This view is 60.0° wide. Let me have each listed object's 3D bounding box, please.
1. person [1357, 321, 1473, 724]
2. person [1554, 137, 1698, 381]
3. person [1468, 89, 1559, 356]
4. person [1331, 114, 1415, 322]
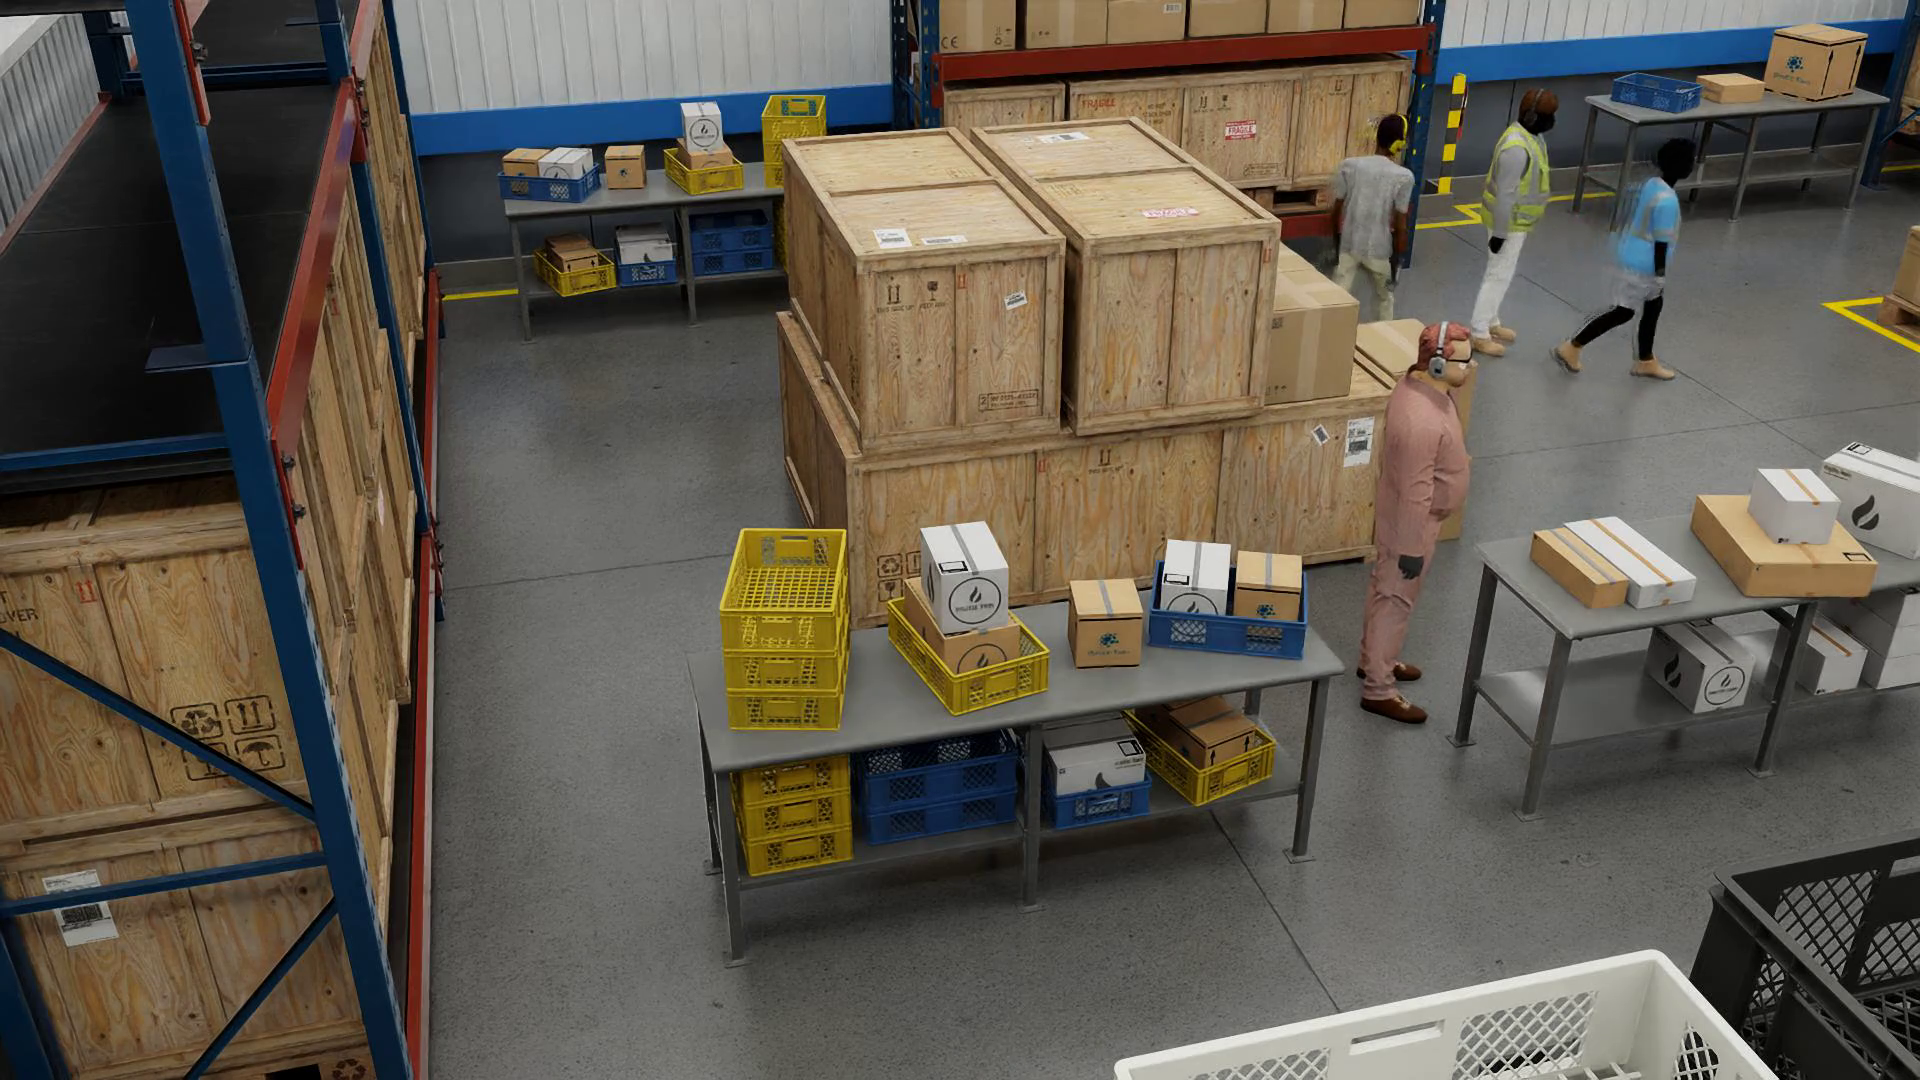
[{"bbox_3d":[2.082,-0.096,7.578,0.399,1.909,0.642,6,29,11],"label":"person"},{"bbox_3d":[4.448,-1.844,11.000,0.777,1.671,0.536,8,30,14],"label":"person"},{"bbox_3d":[3.817,-2.197,11.474,0.430,1.830,0.682,14,32,23],"label":"person"},{"bbox_3d":[2.665,-1.866,10.893,0.605,1.820,0.732,12,31,21],"label":"person"}]
